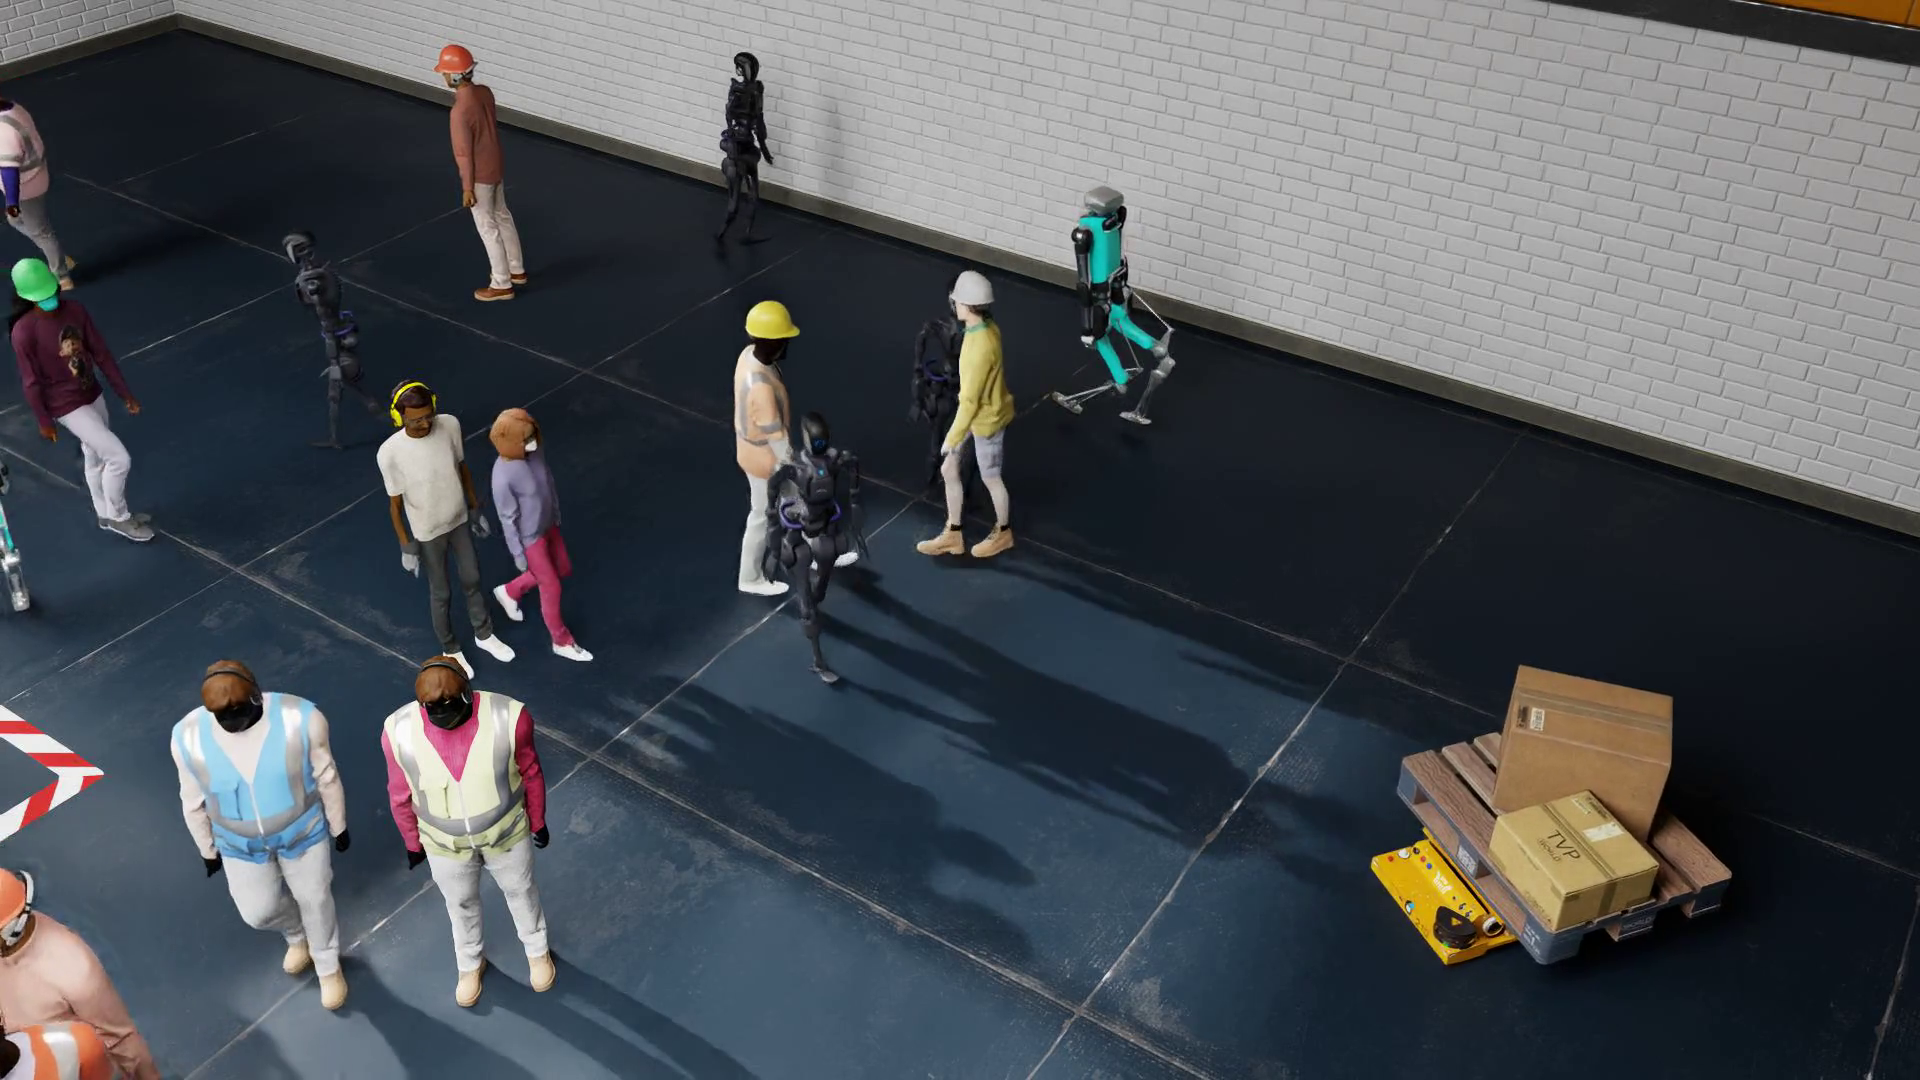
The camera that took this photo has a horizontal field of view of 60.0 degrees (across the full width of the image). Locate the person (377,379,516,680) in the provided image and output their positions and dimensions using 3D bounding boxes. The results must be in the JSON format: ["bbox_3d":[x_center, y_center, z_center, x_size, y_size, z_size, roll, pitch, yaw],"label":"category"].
[{"bbox_3d":[-2.778,-0.053,8.960,0.354,1.856,0.518,26,42,32],"label":"person"}]

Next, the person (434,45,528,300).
[{"bbox_3d":[-3.705,-2.830,12.812,0.399,1.987,0.608,5,35,7],"label":"person"}]

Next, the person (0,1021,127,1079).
[{"bbox_3d":[-3.080,2.183,5.675,0.636,1.949,0.435,-16,38,-22],"label":"person"}]

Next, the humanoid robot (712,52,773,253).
[{"bbox_3d":[-1.816,-3.174,13.577,0.469,1.646,0.600,14,37,19],"label":"humanoid robot"}]

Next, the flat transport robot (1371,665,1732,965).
[{"bbox_3d":[2.782,1.571,8.019,1.431,0.231,0.659,-12,37,-16],"label":"flat transport robot"}]

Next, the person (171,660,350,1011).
[{"bbox_3d":[-2.937,1.249,7.119,0.631,1.834,0.487,-10,36,-13],"label":"person"}]

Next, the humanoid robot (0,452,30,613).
[{"bbox_3d":[-5.579,-0.221,9.333,0.556,1.832,0.709,-25,42,-31],"label":"humanoid robot"}]

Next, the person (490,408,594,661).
[{"bbox_3d":[-2.387,-0.042,9.161,0.577,1.615,0.507,8,36,11],"label":"person"}]

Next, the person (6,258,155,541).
[{"bbox_3d":[-5.236,-0.827,10.003,0.563,1.929,0.468,3,35,4],"label":"person"}]

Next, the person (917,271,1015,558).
[{"bbox_3d":[0.027,-0.693,9.877,0.709,1.859,0.455,-7,36,-10],"label":"person"}]

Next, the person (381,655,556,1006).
[{"bbox_3d":[-2.073,1.244,7.115,0.632,1.842,0.429,-8,36,-11],"label":"person"}]

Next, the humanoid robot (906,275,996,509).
[{"bbox_3d":[-0.056,-0.940,10.394,0.610,1.633,0.484,-15,38,-20],"label":"humanoid robot"}]

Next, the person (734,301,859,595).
[{"bbox_3d":[-0.981,-0.495,9.554,0.777,1.895,0.606,-3,35,-4],"label":"person"}]

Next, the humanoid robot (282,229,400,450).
[{"bbox_3d":[-4.056,-1.272,10.887,0.718,1.624,0.611,-11,36,-15],"label":"humanoid robot"}]

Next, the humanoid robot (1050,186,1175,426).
[{"bbox_3d":[1.082,-1.473,11.076,0.974,1.733,0.546,22,41,29],"label":"humanoid robot"}]

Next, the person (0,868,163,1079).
[{"bbox_3d":[-3.300,1.959,5.992,0.624,1.953,0.901,23,41,29],"label":"person"}]

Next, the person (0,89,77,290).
[{"bbox_3d":[-7.264,-2.737,12.890,0.445,1.739,0.650,-11,36,-15],"label":"person"}]

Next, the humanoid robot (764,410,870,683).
[{"bbox_3d":[-0.807,-0.031,9.125,0.602,1.624,0.736,-15,38,-21],"label":"humanoid robot"}]
